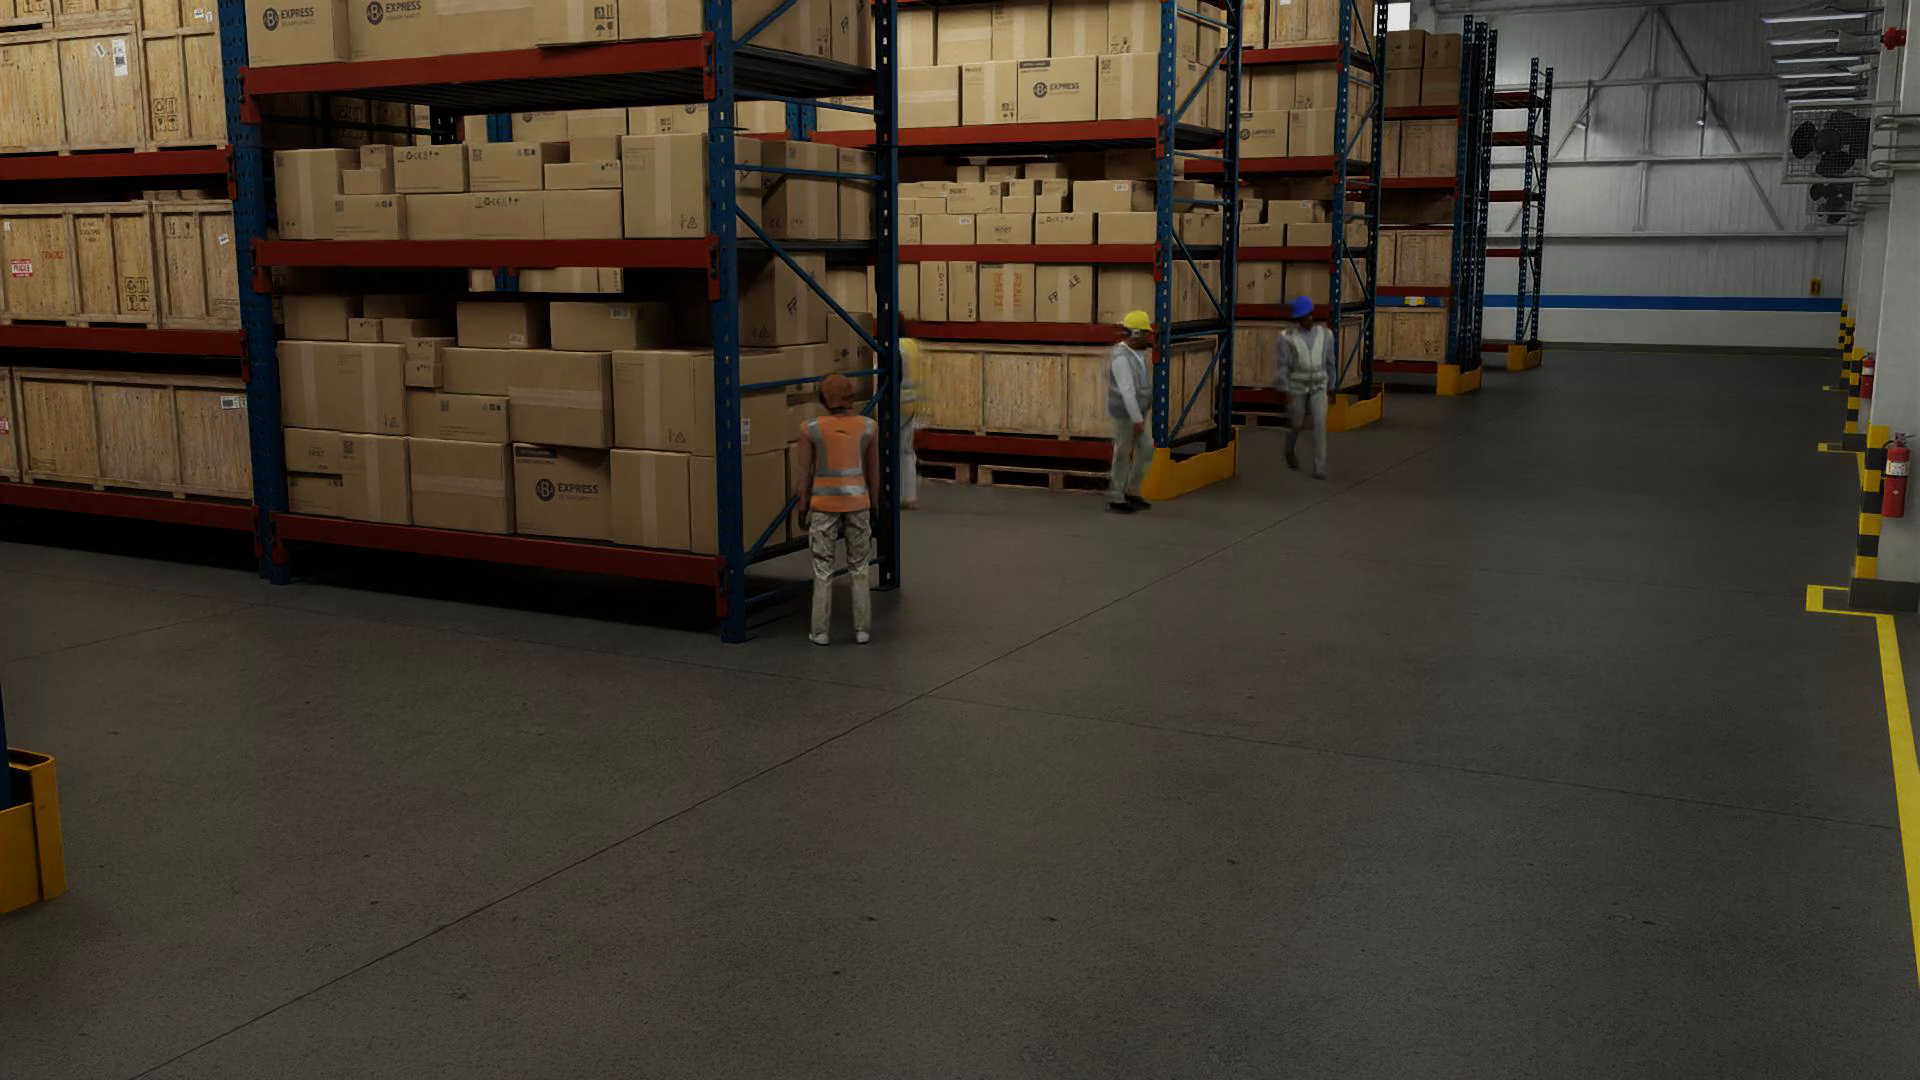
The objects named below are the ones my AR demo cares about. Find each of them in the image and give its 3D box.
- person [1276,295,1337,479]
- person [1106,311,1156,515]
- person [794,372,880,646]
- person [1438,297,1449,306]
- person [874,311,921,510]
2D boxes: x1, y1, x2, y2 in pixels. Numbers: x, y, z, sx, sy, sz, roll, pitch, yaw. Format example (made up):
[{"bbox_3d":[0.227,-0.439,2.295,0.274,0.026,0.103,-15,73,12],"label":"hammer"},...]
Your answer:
[{"bbox_3d":[3.612,-1.615,17.445,0.636,1.905,0.838,0,10,-2],"label":"person"},{"bbox_3d":[1.541,-1.127,14.827,0.481,1.814,0.611,5,11,28],"label":"person"},{"bbox_3d":[-0.719,-0.176,9.883,0.520,1.632,0.316,-3,10,-16],"label":"person"},{"bbox_3d":[11.311,-5.232,38.833,0.583,1.734,0.386,-8,13,-39],"label":"person"},{"bbox_3d":[-0.636,-1.165,15.060,0.584,1.823,0.622,4,10,21],"label":"person"}]
